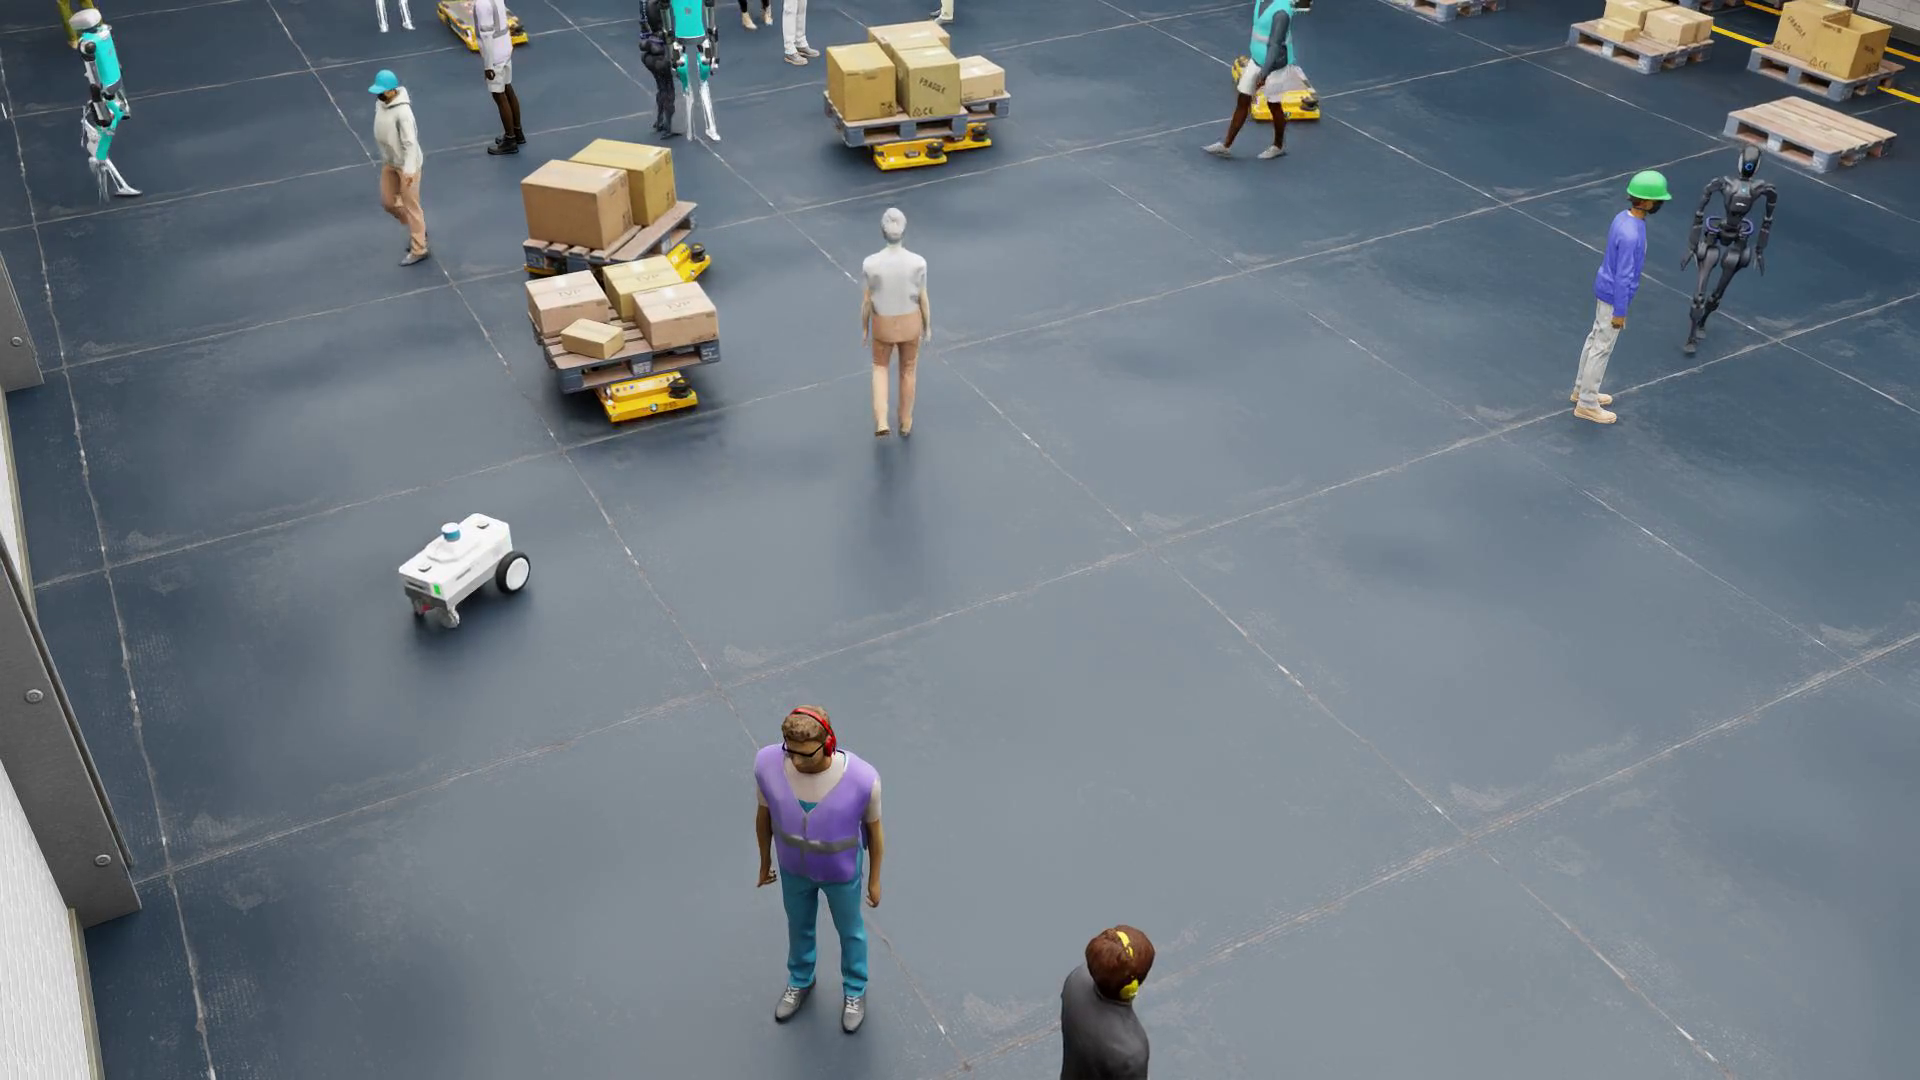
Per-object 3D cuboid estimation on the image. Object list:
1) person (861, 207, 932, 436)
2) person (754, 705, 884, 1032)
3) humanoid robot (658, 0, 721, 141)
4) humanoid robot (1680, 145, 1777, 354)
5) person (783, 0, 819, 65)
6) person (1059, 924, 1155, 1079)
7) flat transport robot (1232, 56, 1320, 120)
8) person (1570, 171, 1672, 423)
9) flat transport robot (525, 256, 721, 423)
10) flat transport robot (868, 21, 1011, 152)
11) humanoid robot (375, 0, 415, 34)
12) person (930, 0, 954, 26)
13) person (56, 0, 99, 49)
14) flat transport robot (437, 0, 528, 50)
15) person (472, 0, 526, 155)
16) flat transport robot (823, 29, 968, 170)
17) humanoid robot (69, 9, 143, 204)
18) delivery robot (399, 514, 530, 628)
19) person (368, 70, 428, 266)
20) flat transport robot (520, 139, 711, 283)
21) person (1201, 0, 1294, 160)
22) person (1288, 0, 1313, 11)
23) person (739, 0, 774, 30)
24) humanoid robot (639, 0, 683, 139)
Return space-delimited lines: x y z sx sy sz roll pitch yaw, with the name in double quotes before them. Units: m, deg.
"person" -0.440 -1.471 11.540 0.490 1.732 0.452 0 35 -1
"person" -0.608 1.421 7.313 0.568 1.843 0.372 8 36 11
"humanoid robot" -2.601 -4.678 16.177 0.537 1.862 0.737 -5 35 -7
"humanoid robot" 5.851 -2.215 12.664 0.602 1.635 0.643 9 36 13
"person" -1.785 -6.157 18.100 0.345 1.882 0.583 14 37 19
"person" 0.539 2.146 6.265 0.365 1.870 0.495 -12 37 -16
"flat transport robot" 3.315 -4.774 17.531 0.659 0.231 1.431 -1 35 -2
"person" 4.669 -1.726 11.786 0.350 1.872 0.460 8 36 11
"flat transport robot" -2.530 -1.359 12.656 0.659 0.231 1.431 -15 38 -20
"flat transport robot" -0.234 -4.268 16.810 0.659 0.231 1.431 -11 37 -16
"humanoid robot" -6.598 -6.716 18.998 0.531 1.748 0.697 -13 37 -18
"person" -0.180 -6.893 19.183 0.390 1.846 0.565 3 35 4
"person" -9.999 -6.413 18.505 0.537 1.835 0.346 -15 38 -20
"flat transport robot" -5.563 -6.019 19.309 0.659 0.231 1.431 -18 39 -24
"person" -4.484 -4.657 15.923 0.381 1.929 0.541 0 35 0
"flat transport robot" -0.646 -4.033 16.474 0.659 0.231 1.431 -10 36 -14
"humanoid robot" -7.810 -3.810 14.976 0.734 1.911 0.548 0 35 0
"delivery robot" -3.067 0.157 10.257 0.502 0.611 0.782 17 38 22
"person" -4.708 -3.138 13.976 0.493 1.656 0.394 23 41 29
"flat transport robot" -2.912 -2.388 14.125 1.431 0.231 0.659 11 37 15
"person" 2.791 -4.489 15.707 0.919 1.903 0.571 -13 37 -18
"person" 4.128 -7.266 19.622 0.370 1.960 0.604 12 37 17
"person" -2.439 -6.720 19.075 0.572 1.676 0.391 -13 37 -18
"humanoid robot" -2.934 -4.785 16.328 0.608 1.641 0.406 29 44 35
